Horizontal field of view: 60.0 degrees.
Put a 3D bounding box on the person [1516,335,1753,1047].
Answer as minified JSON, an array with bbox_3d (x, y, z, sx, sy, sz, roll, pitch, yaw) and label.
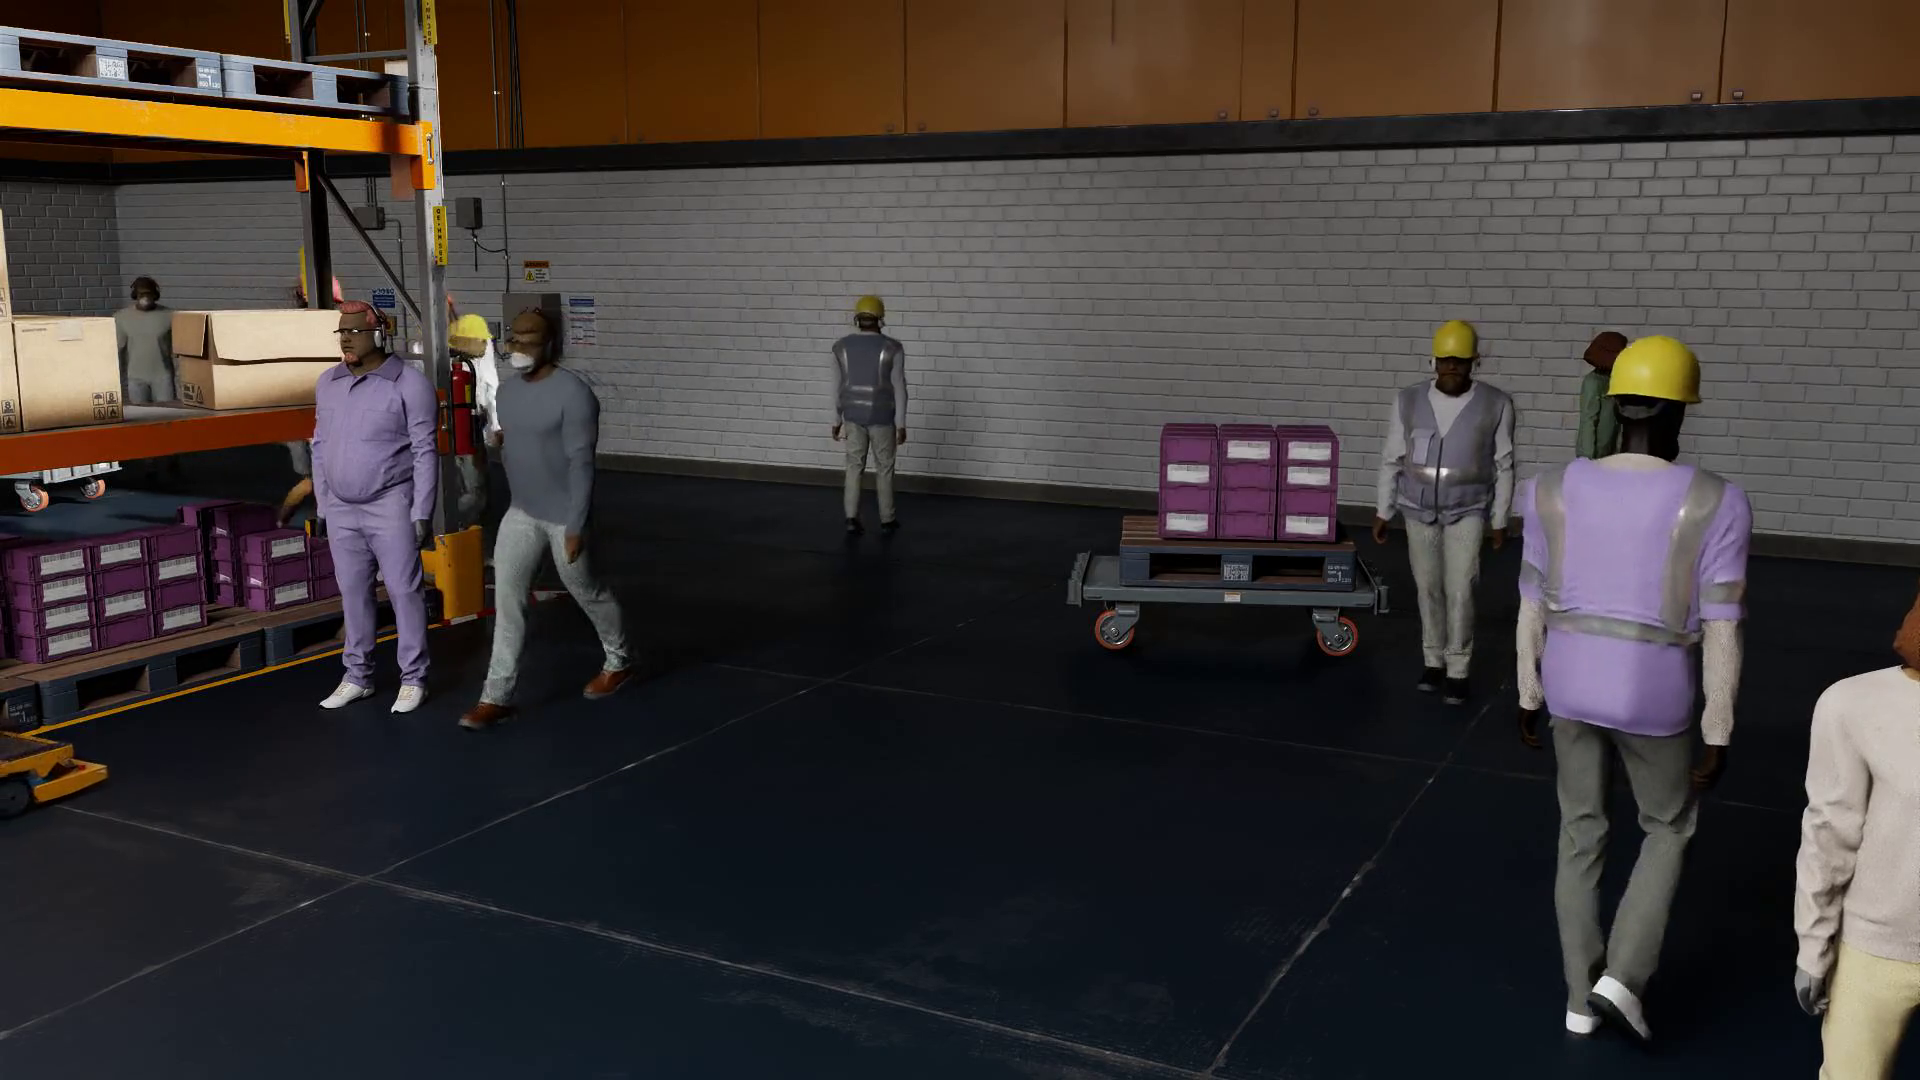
[{"bbox_3d":[1.766,0.416,4.437,0.595,1.910,0.463,7,12,37],"label":"person"}]

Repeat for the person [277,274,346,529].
[{"bbox_3d":[-4.372,-0.786,11.142,0.641,2.018,0.672,5,11,28],"label":"person"}]

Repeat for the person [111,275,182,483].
[{"bbox_3d":[-7.475,-1.474,15.359,0.647,1.920,0.441,-3,10,-18],"label":"person"}]

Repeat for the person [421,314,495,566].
[{"bbox_3d":[-3.335,-0.646,11.121,0.601,1.721,0.492,-4,11,-23],"label":"person"}]

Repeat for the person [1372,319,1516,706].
[{"bbox_3d":[2.272,-0.131,7.886,0.611,1.806,0.671,6,11,29],"label":"person"}]

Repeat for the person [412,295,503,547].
[{"bbox_3d":[-3.538,-0.818,11.786,0.615,1.859,0.623,-1,10,-5],"label":"person"}]

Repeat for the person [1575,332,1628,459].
[{"bbox_3d":[4.109,-0.524,10.714,0.265,1.628,0.501,8,12,38],"label":"person"}]

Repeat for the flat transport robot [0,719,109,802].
[{"bbox_3d":[-3.989,0.948,6.106,0.652,0.197,1.431,5,11,26],"label":"flat transport robot"}]

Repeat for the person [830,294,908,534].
[{"bbox_3d":[-0.681,-0.939,12.571,0.603,1.836,0.456,3,10,14],"label":"person"}]

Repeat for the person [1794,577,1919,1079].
[{"bbox_3d":[1.822,0.790,3.108,0.494,1.626,0.285,3,10,19],"label":"person"}]

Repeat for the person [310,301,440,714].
[{"bbox_3d":[-2.726,-0.145,7.704,0.638,1.909,0.408,3,10,14],"label":"person"}]

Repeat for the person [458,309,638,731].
[{"bbox_3d":[-1.870,-0.115,7.633,0.628,1.889,1.045,6,11,30],"label":"person"}]
